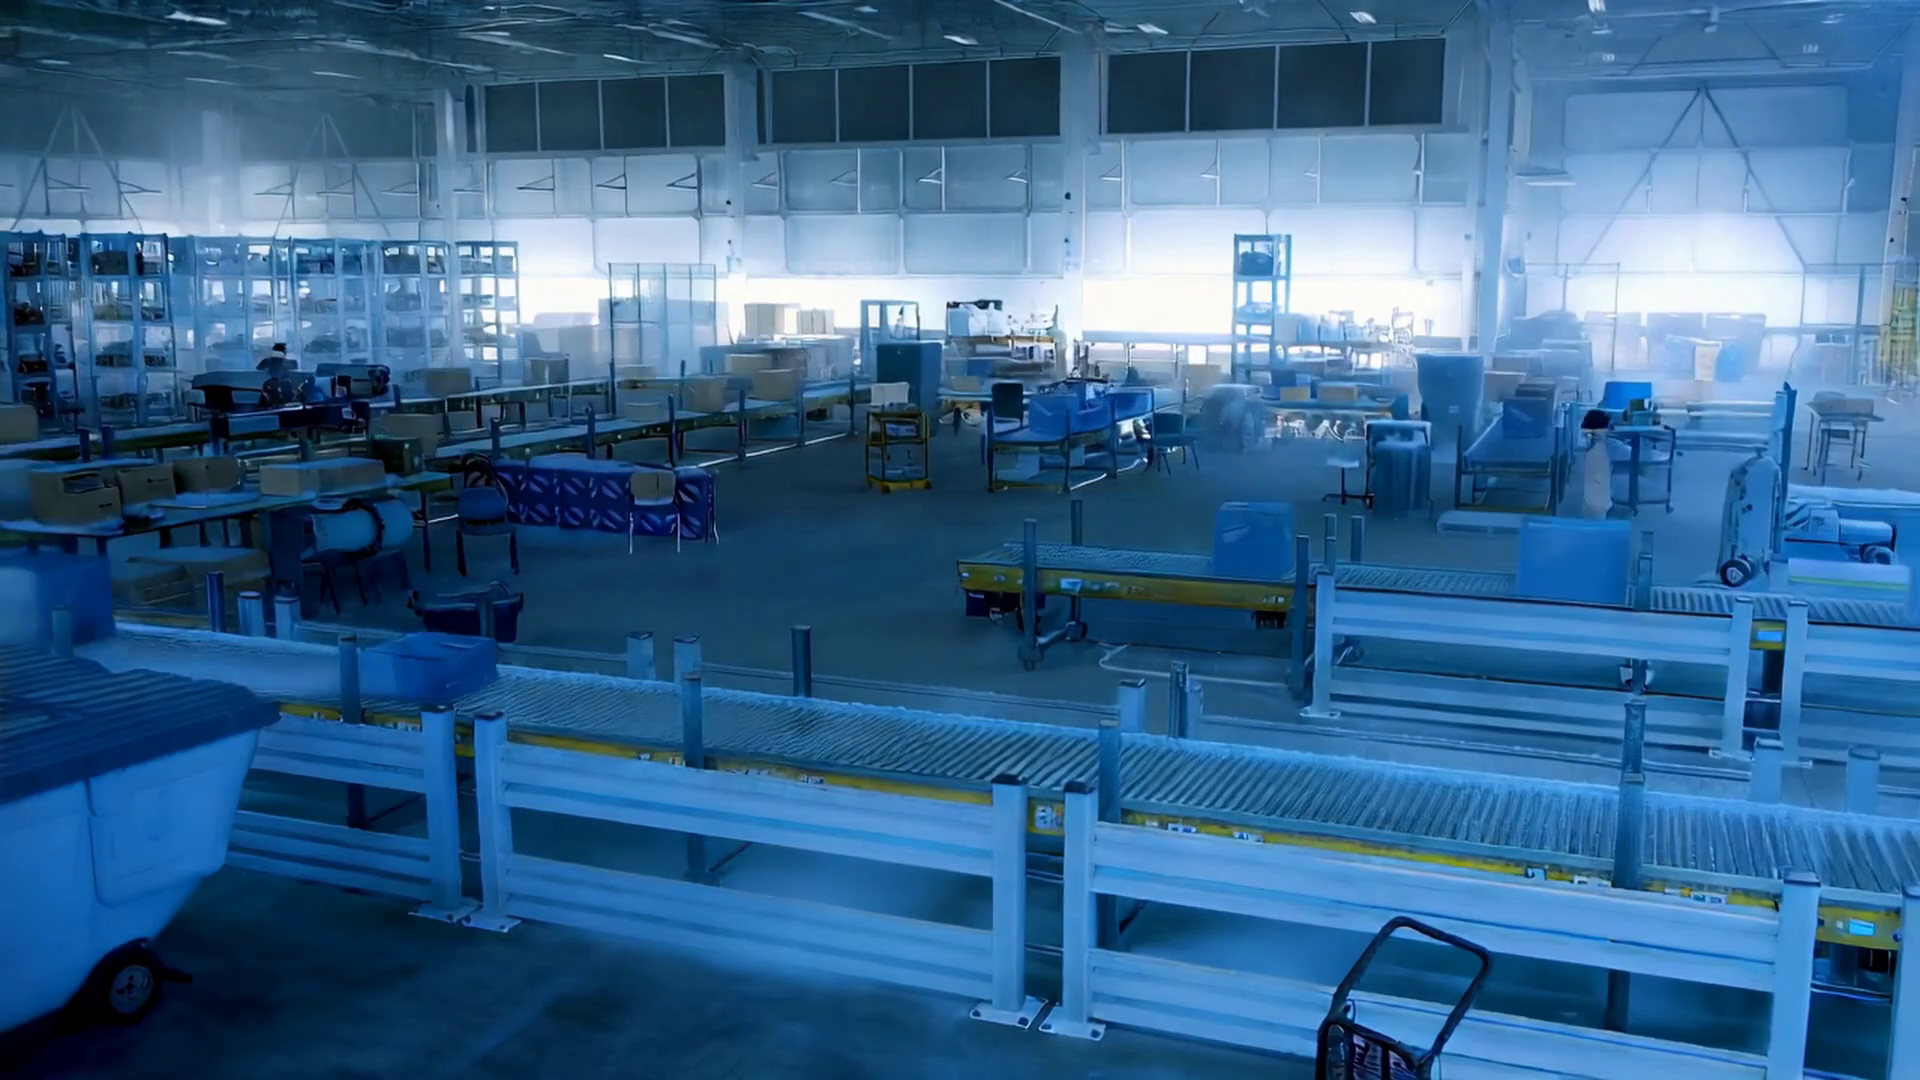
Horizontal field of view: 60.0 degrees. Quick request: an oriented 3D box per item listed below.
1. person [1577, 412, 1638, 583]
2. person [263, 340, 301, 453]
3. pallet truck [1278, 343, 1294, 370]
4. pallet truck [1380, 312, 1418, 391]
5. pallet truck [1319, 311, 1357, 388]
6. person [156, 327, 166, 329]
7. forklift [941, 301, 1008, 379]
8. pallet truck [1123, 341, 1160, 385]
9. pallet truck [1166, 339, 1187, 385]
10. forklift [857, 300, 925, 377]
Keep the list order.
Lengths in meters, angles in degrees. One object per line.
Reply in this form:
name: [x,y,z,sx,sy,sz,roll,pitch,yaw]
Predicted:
person: [5.820,-0.306,15.107,0.890,1.729,0.538,3,10,18]
person: [-10.937,-2.310,26.910,0.592,1.833,0.404,3,10,16]
pallet truck: [7.886,-4.163,39.743,0.653,1.274,1.630,4,10,22]
pallet truck: [10.207,-4.283,38.369,0.823,1.965,1.885,3,10,20]
pallet truck: [9.071,-4.419,39.190,0.823,1.965,1.885,5,10,26]
person: [-17.978,-4.055,37.504,0.575,1.830,0.410,-7,12,-36]
forklift: [0.365,-4.966,41.571,1.157,1.987,2.680,3,10,20]
pallet truck: [4.445,-4.380,41.279,0.680,1.201,1.601,4,10,22]
pallet truck: [5.418,-4.269,40.420,0.704,1.261,1.522,3,10,20]
forklift: [-1.732,-5.109,42.468,1.157,1.987,2.680,4,10,22]
